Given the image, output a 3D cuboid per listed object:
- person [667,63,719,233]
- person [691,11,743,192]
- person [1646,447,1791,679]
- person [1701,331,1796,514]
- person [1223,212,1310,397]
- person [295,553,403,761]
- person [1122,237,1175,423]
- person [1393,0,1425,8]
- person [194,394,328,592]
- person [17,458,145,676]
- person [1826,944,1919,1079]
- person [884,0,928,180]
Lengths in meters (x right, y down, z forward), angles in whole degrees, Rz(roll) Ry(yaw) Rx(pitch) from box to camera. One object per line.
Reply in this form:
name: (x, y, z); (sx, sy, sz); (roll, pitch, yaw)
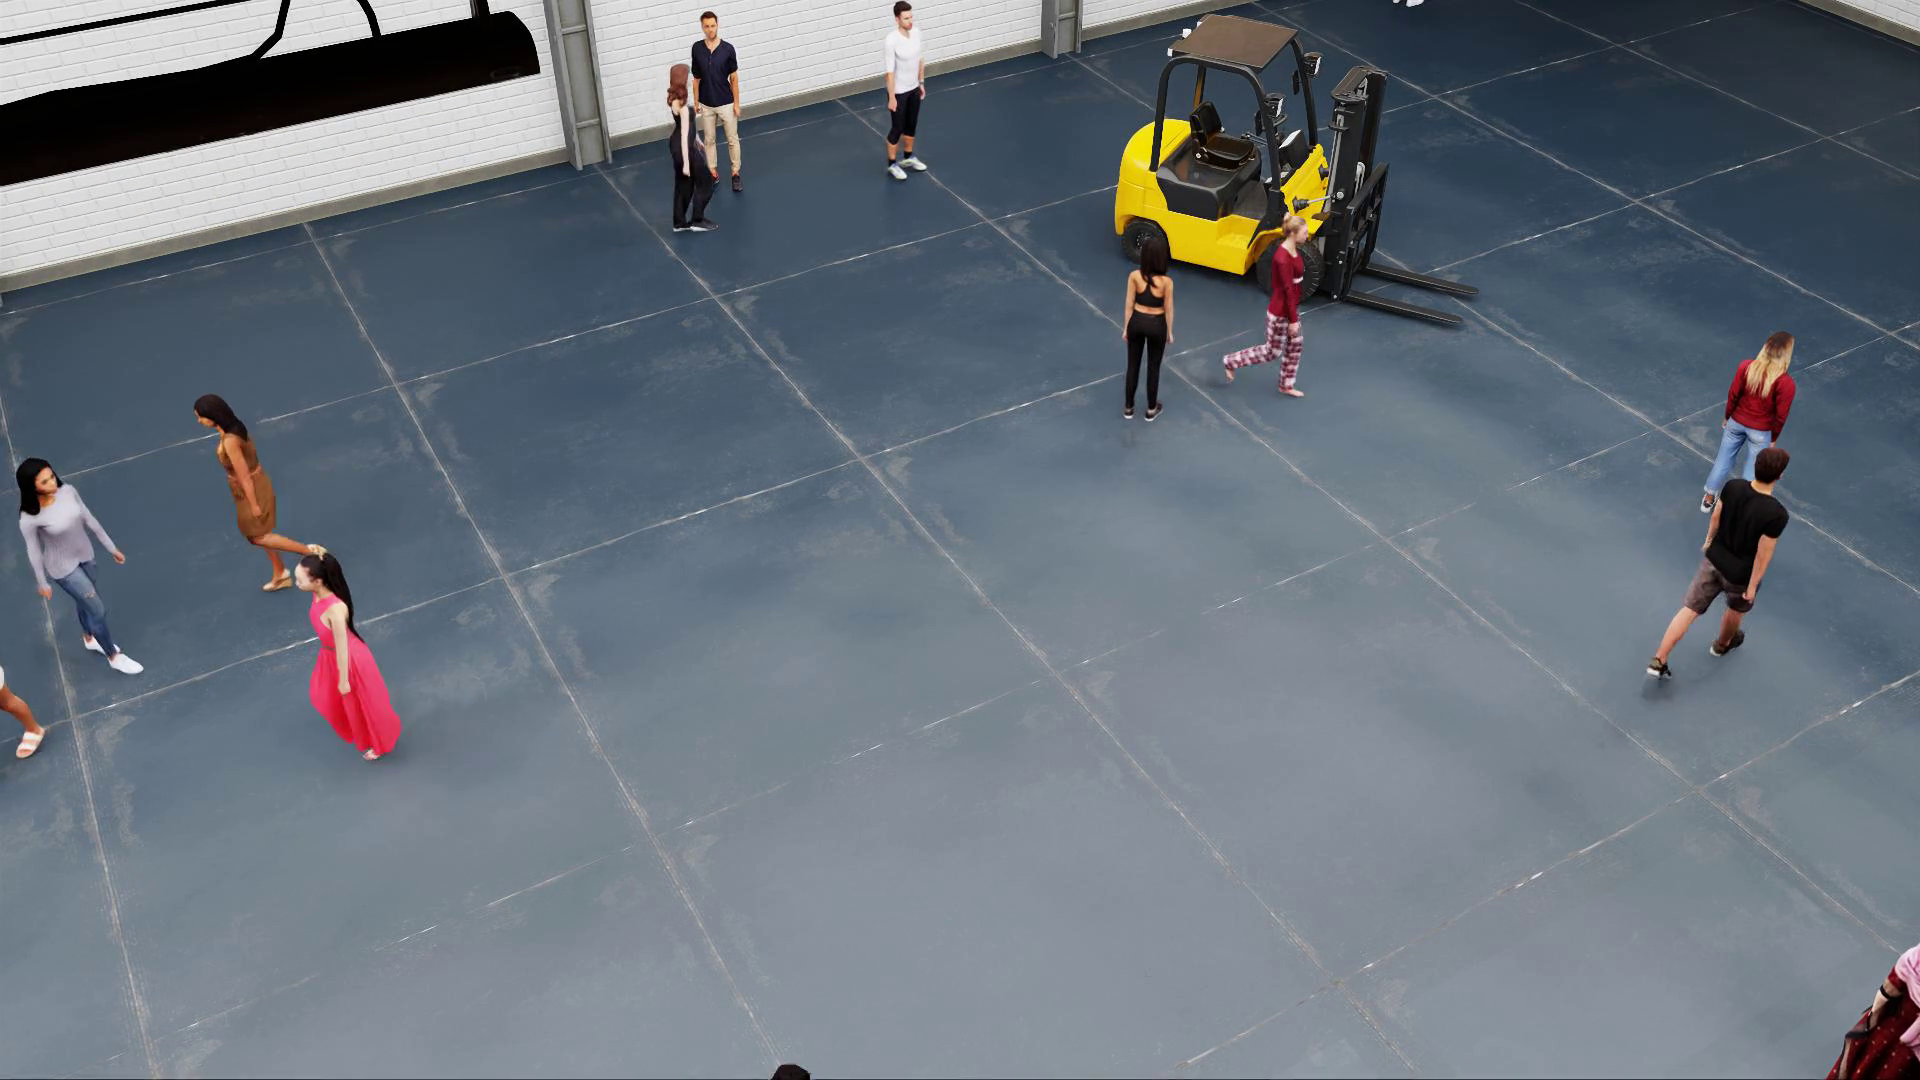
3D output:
person: (-2.758, -3.758, 16.088); (0.724, 1.727, 0.681); (-14, 41, -17)
person: (-2.459, -4.448, 16.846); (0.661, 1.861, 0.768); (3, 39, 4)
person: (5.053, 0.201, 11.046); (1.245, 1.833, 0.715); (-23, 44, -26)
person: (5.967, -0.856, 12.529); (0.604, 1.635, 0.650); (-30, 48, -32)
person: (2.610, -1.930, 13.837); (0.992, 1.681, 0.978); (13, 40, 16)
person: (-3.779, 0.734, 10.473); (0.720, 1.715, 0.638); (-25, 45, -28)
person: (1.528, -1.716, 13.600); (0.630, 1.642, 0.683); (11, 40, 13)
person: (5.720, -7.629, 20.898); (0.579, 1.774, 0.626); (-28, 46, -31)
person: (-4.957, -0.340, 11.859); (0.783, 1.664, 0.636); (-20, 43, -23)
person: (-6.068, 0.145, 11.215); (0.960, 1.710, 0.900); (9, 39, 11)
person: (4.814, 2.470, 8.365); (0.758, 1.634, 0.742); (25, 45, 28)
person: (-0.581, -4.658, 17.122); (0.773, 1.844, 0.584); (31, 48, 33)
